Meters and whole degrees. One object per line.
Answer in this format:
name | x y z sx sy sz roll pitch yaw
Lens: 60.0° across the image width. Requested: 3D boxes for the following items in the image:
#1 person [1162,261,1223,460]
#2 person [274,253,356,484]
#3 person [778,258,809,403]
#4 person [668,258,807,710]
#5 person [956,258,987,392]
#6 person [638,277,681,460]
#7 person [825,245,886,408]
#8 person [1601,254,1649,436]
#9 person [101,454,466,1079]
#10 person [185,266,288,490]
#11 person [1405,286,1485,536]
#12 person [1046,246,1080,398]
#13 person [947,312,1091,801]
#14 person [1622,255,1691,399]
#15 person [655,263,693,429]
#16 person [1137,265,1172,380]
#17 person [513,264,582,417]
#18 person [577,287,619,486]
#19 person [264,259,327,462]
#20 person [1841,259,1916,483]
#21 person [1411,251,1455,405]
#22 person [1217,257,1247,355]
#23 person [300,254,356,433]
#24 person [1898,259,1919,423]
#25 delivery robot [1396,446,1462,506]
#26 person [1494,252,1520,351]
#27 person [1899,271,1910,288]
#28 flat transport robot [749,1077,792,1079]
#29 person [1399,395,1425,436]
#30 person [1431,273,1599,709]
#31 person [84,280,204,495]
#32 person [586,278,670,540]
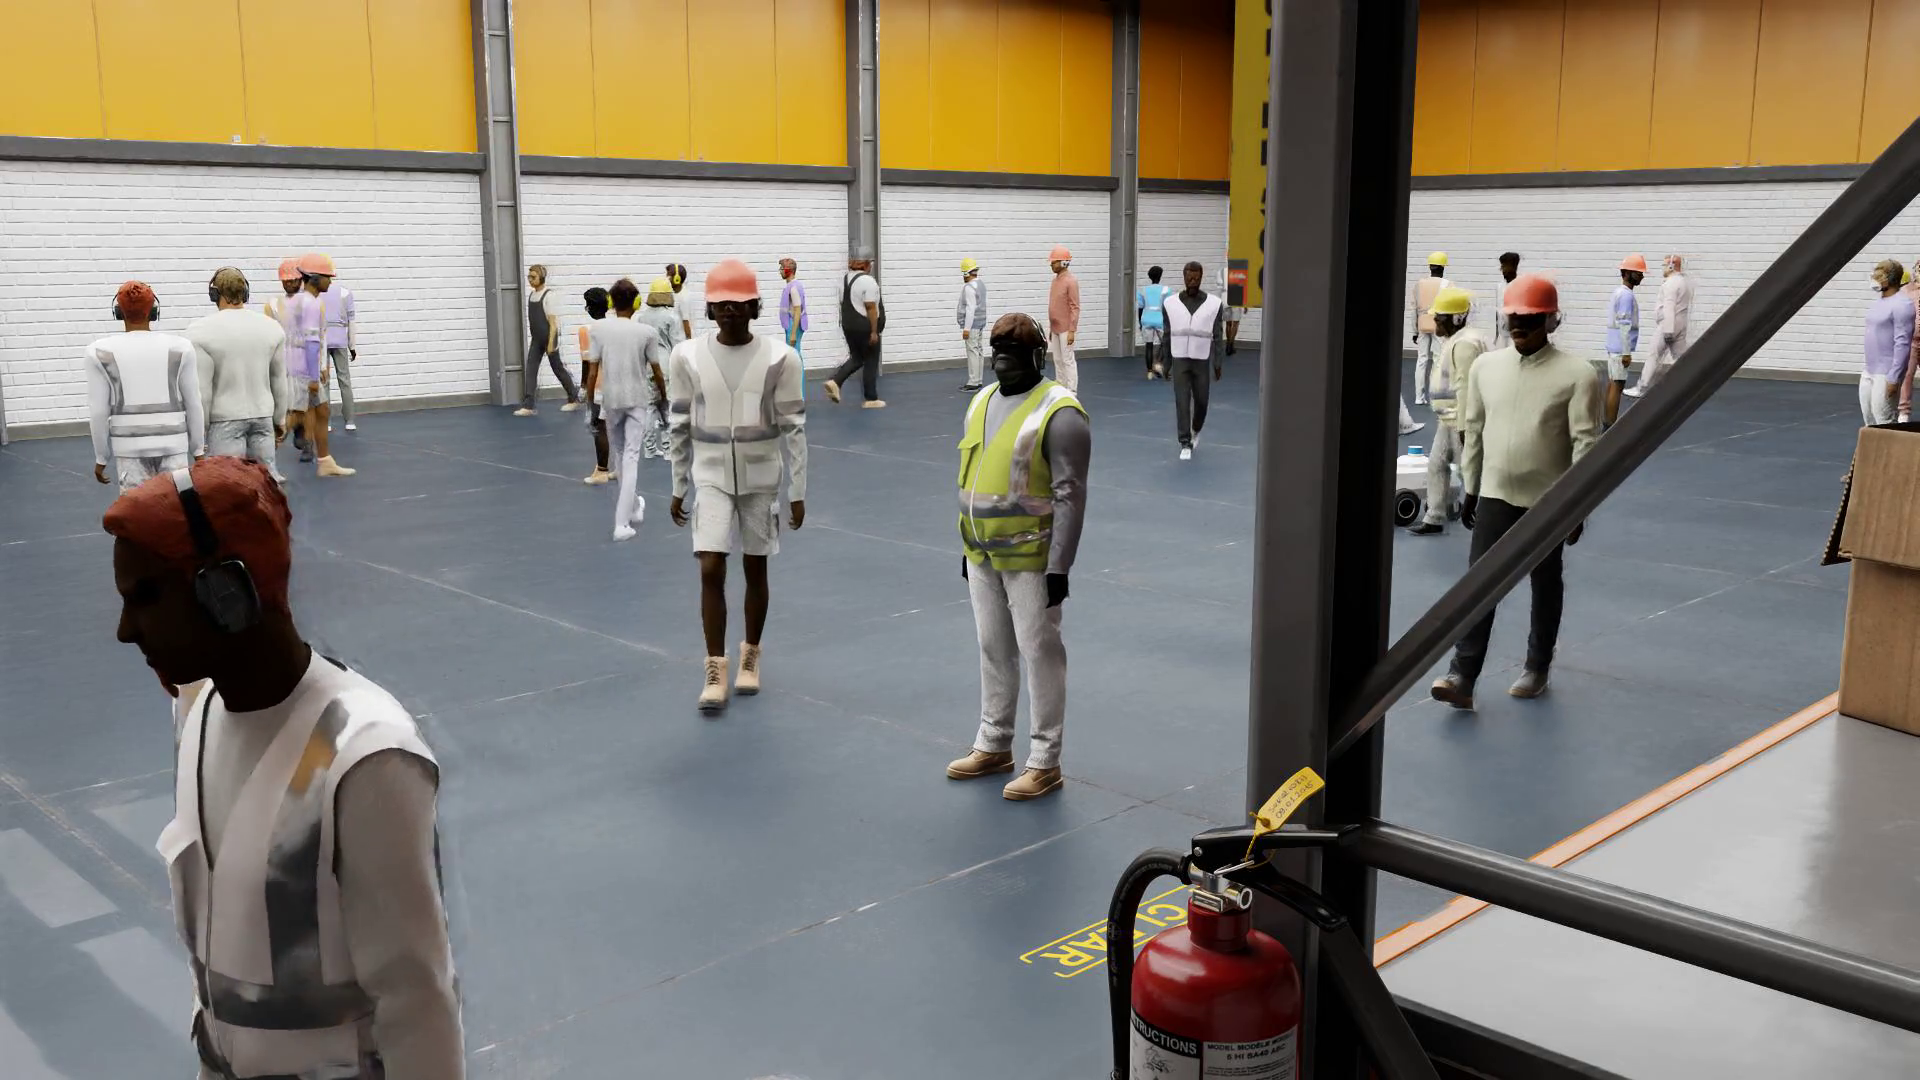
person | 2.241 -1.746 16.087 0.587 1.897 0.739 1 10 8
person | -5.778 -1.481 14.404 0.879 1.996 0.628 -5 12 -27
person | -2.109 -2.651 21.136 0.372 1.840 0.570 -2 11 -10
person | -1.007 -0.235 7.474 0.637 2.018 0.824 -1 10 -4
person | 0.152 -2.931 22.718 0.404 1.825 0.587 3 11 17
person | -2.849 -1.637 15.911 0.483 1.736 0.328 6 12 28
person | -1.249 -2.638 20.529 0.707 2.000 0.688 -7 13 -35
person | 6.919 -1.995 17.320 0.376 1.933 0.545 3 11 15
person | -0.916 0.804 2.288 0.644 1.847 0.781 9 14 41
person | -4.522 -0.738 10.448 0.367 1.939 0.635 8 13 38
person | 3.601 -0.881 11.653 0.796 1.788 0.617 1 10 6
person | 1.247 -2.600 20.444 0.395 1.993 0.614 -4 11 -22
person | 0.204 0.058 6.363 0.429 1.846 0.629 -8 13 -38
person | 9.051 -2.732 21.482 0.907 1.871 0.677 10 14 43
person | -3.037 -2.138 18.389 0.922 1.838 0.526 -2 11 -10
person | 2.873 -3.191 24.493 0.555 1.682 0.374 4 11 20
person | -4.925 -2.387 19.851 0.518 1.802 0.967 8 13 36
person | -3.060 -1.314 14.250 0.319 1.695 0.533 7 12 32
person | -6.314 -1.721 15.877 0.552 1.917 0.740 -3 11 -14
person | 7.766 -1.385 14.006 0.358 1.934 0.657 1 10 5
person | 5.931 -2.637 20.830 0.585 1.928 0.370 9 14 41
person | 4.839 -4.238 29.617 0.551 1.915 0.832 4 11 21
person | -6.860 -2.128 18.057 0.589 1.928 0.384 -6 12 -29
person | 10.927 -2.261 18.913 0.646 1.880 0.739 7 12 33
delivery robot | 3.407 -0.464 12.472 0.707 0.478 0.477 -4 11 -20
person | 6.806 -2.543 20.279 0.648 1.945 0.618 -4 11 -20
person | 11.273 -2.393 20.059 0.739 1.717 0.638 -6 12 -30
flat transport robot | -0.522 1.448 3.079 0.652 0.197 1.431 6 12 28
person | 4.501 -1.881 17.621 0.855 1.595 0.516 -3 11 -16
person | 2.474 -0.192 7.418 0.647 1.950 0.962 8 13 37
person | -4.507 -0.492 9.256 0.573 1.883 0.355 -6 12 -29
person | -2.361 -0.953 11.944 0.558 1.815 0.976 1 10 4
